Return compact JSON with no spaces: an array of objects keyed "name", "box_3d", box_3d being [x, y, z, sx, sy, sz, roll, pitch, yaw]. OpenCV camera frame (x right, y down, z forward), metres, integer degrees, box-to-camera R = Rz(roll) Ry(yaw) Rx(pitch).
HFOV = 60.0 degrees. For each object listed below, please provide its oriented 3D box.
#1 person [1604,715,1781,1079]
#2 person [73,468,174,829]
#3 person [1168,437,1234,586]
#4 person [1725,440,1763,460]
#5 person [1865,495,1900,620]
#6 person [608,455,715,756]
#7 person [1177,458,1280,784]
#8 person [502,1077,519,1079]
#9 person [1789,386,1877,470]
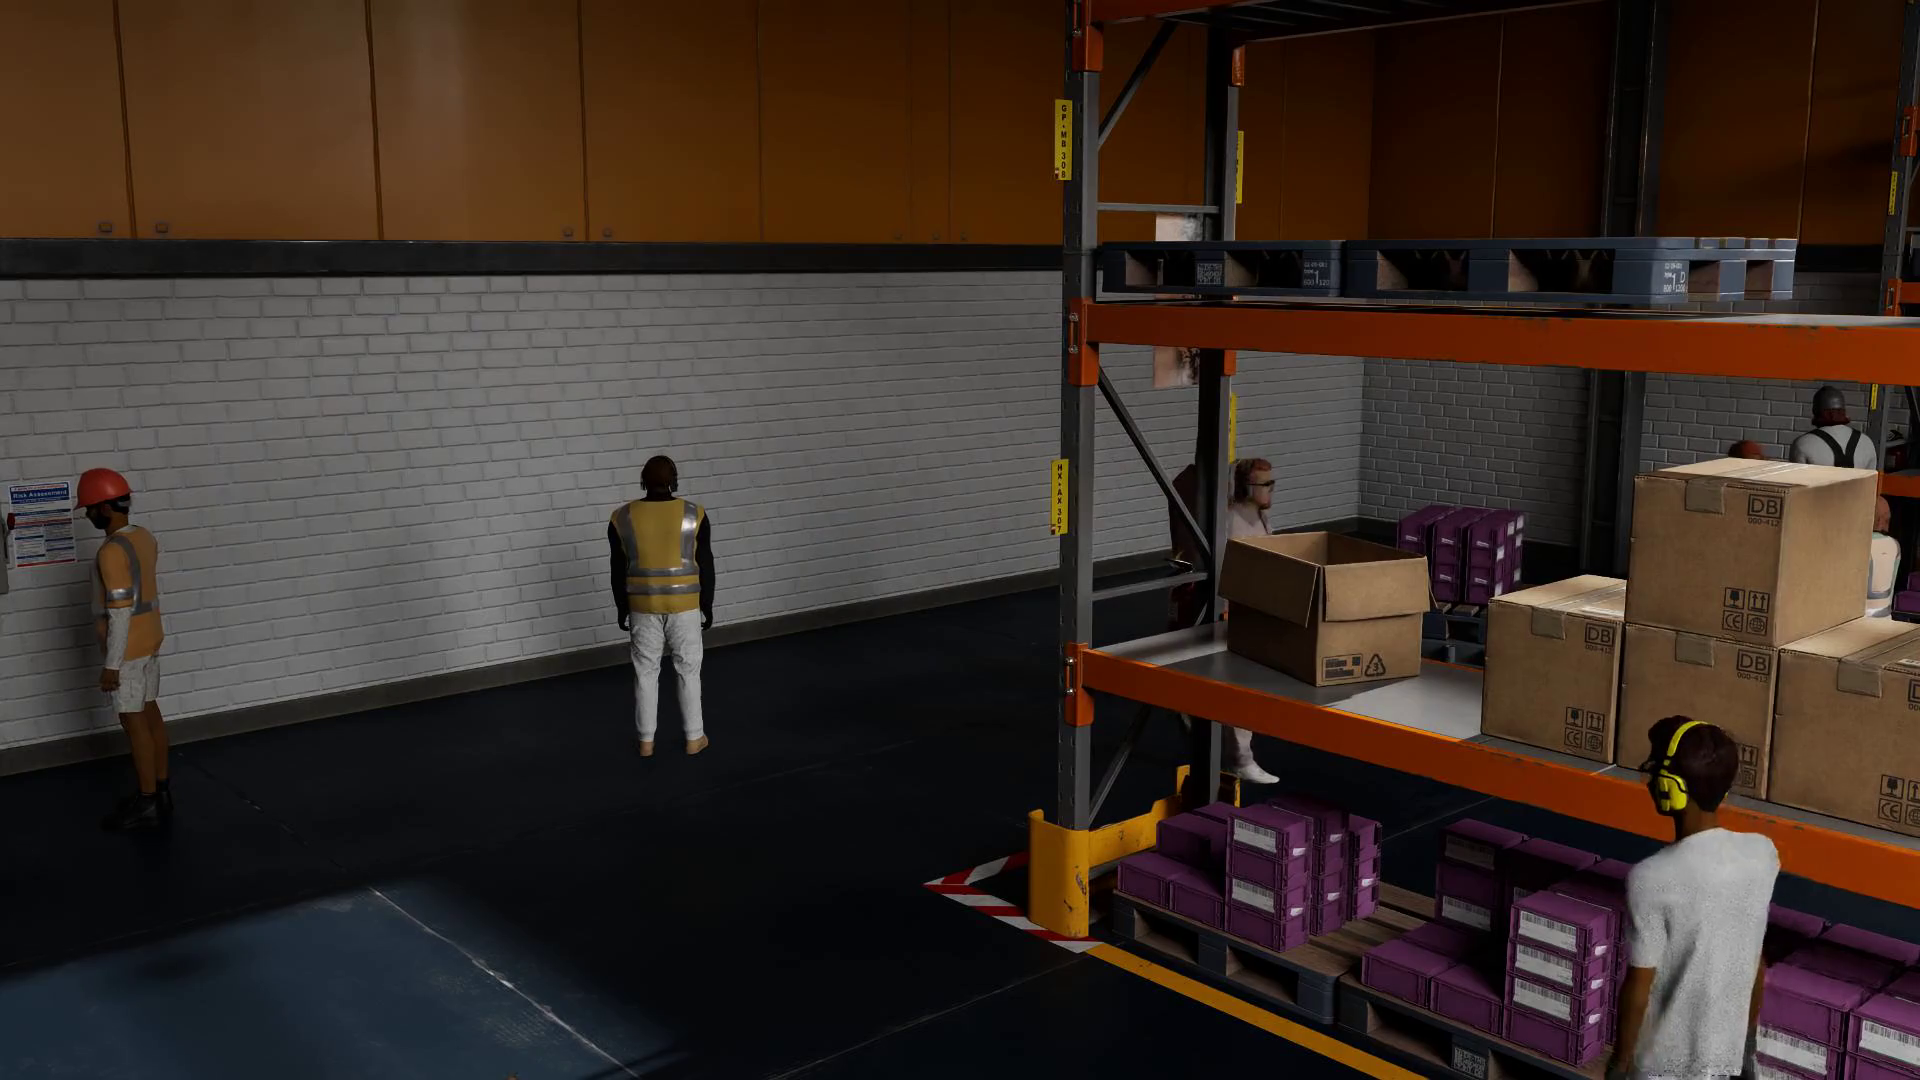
[{"name":"person","box_3d":[1.931,1.376,4.361,0.544,1.851,0.666,-4,10,-22]},{"name":"person","box_3d":[-4.455,0.573,8.855,0.373,1.928,0.543,-2,10,-9]},{"name":"person","box_3d":[1.653,0.213,11.044,0.408,1.903,0.638,-5,11,-26]},{"name":"person","box_3d":[4.915,0.300,10.600,0.584,1.880,0.371,0,10,3]},{"name":"person","box_3d":[5.377,0.534,9.928,0.524,1.639,0.308,-6,11,-30]},{"name":"person","box_3d":[-1.799,0.401,10.114,0.627,1.844,0.429,-1,10,-6]},{"name":"person","box_3d":[1.576,0.460,9.622,0.570,1.895,0.650,4,11,24]},{"name":"person","box_3d":[-0.759,1.733,2.998,0.520,1.613,0.703,2,10,11]},{"name":"person","box_3d":[6.725,-0.196,13.027,0.682,2.000,0.536,-1,10,-7]}]
